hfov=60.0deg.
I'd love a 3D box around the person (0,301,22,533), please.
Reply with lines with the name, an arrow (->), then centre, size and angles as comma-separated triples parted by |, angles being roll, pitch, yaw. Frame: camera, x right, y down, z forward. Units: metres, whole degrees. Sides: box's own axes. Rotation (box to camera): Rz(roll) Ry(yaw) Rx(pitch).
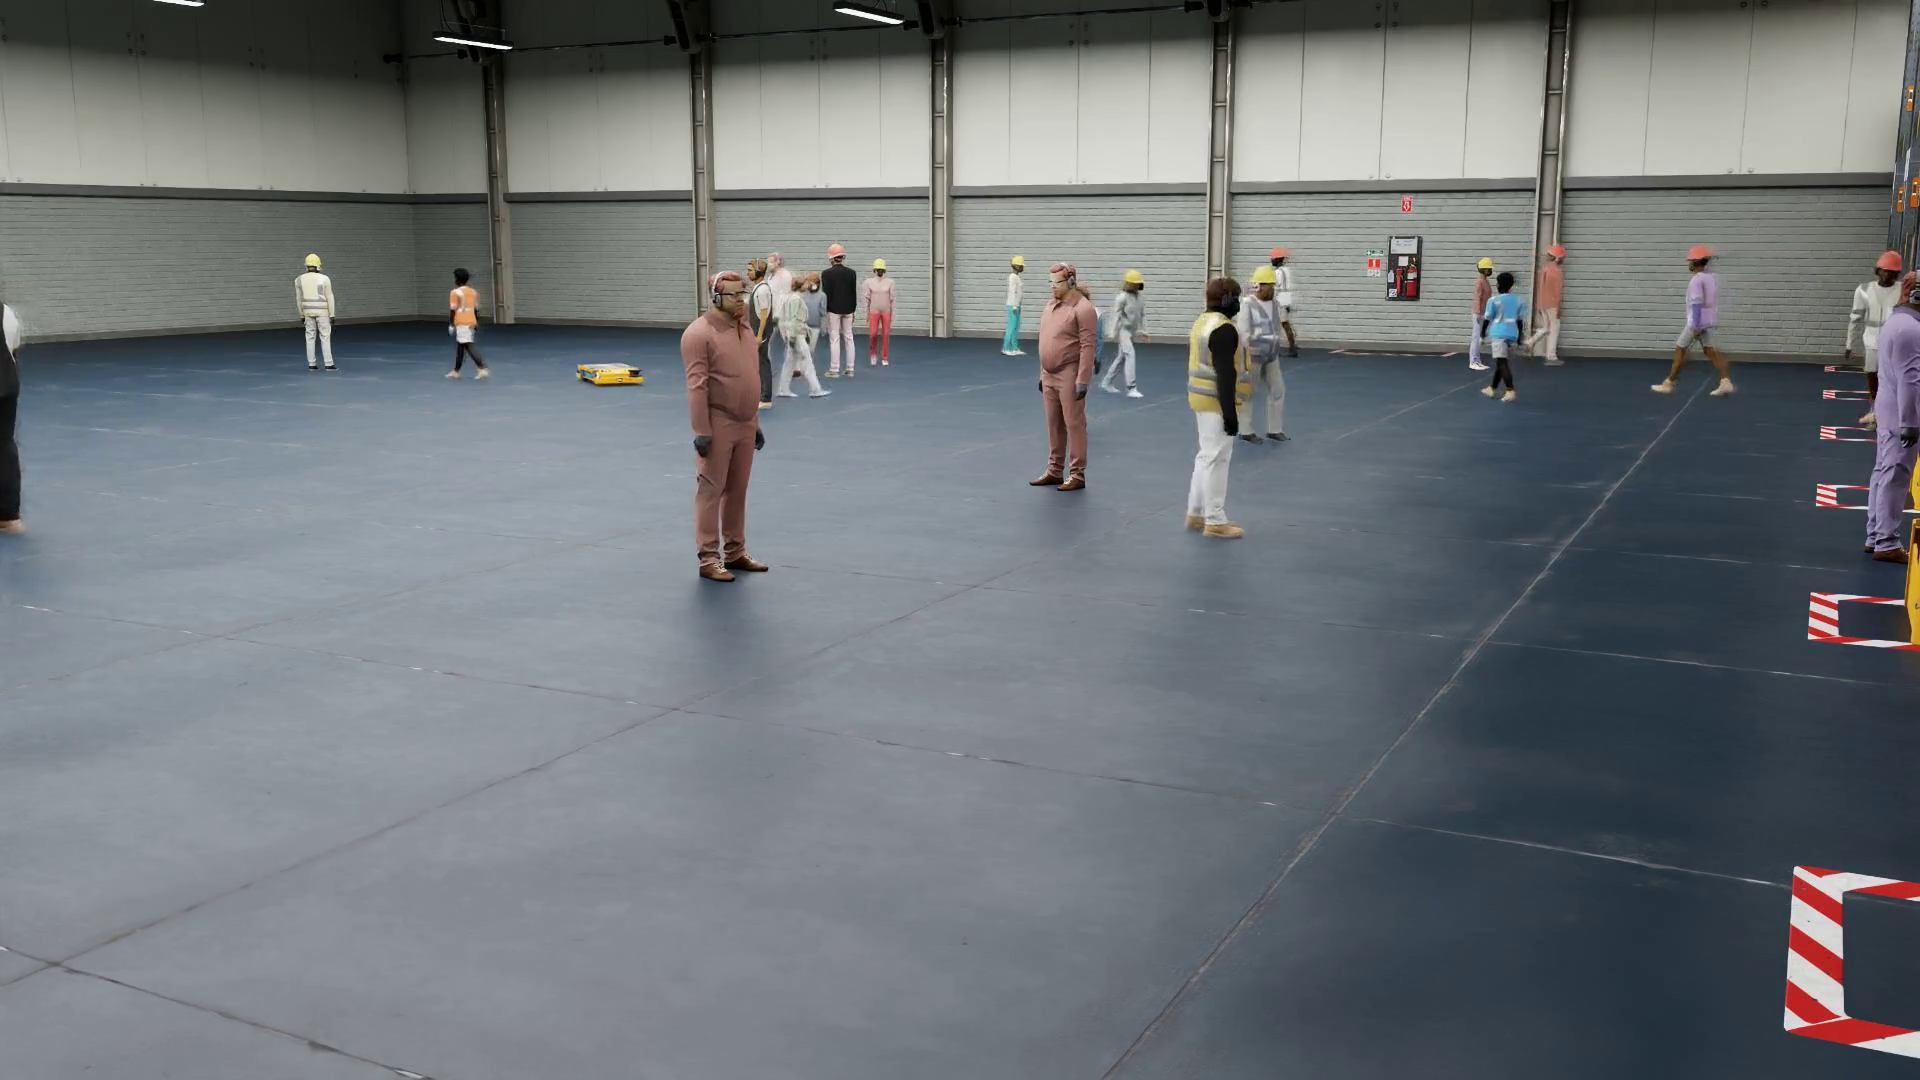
person -> -7.068, -1.050, 11.859 | 0.676, 2.000, 0.697 | 3, 11, 15

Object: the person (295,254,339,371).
person -> -10.094, -3.564, 26.125 | 0.589, 1.837, 0.404 | 1, 10, 5

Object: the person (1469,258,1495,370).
person -> 8.313, -3.588, 26.446 | 0.311, 1.768, 0.533 | 6, 12, 31

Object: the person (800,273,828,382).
person -> -2.235, -3.139, 24.479 | 0.549, 1.591, 0.811 | -3, 11, -17

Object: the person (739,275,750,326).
person -> -2.865, -2.627, 21.585 | 0.523, 1.620, 0.373 | 5, 12, 26

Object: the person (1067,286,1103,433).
person -> 1.229, -1.892, 17.672 | 0.511, 1.593, 0.868 | 4, 11, 23

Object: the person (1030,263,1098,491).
person -> 0.859, -1.368, 13.975 | 0.407, 1.904, 0.639 | -7, 12, -33

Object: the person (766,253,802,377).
person -> -2.808, -3.348, 24.881 | 0.994, 1.858, 0.653 | -7, 13, -35

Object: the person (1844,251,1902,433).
person -> 10.147, -2.188, 18.294 | 0.659, 1.977, 1.111 | 9, 14, 42

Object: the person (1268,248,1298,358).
person -> 5.494, -4.139, 29.086 | 0.994, 1.890, 0.561 | 5, 11, 24

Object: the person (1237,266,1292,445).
person -> 3.118, -1.851, 16.834 | 0.620, 1.813, 0.673 | -7, 13, -35

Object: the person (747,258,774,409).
person -> -2.470, -2.533, 20.480 | 0.345, 1.846, 0.508 | -2, 11, -11

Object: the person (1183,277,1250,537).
person -> 1.839, -0.938, 11.843 | 0.430, 1.833, 0.658 | -1, 10, -6

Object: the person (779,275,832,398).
person -> -2.037, -2.659, 21.810 | 0.786, 1.604, 0.558 | -1, 10, -4

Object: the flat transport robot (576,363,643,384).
flat transport robot -> -5.122, -2.434, 24.232 | 0.652, 0.197, 1.431 | -5, 11, -24

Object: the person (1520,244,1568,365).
person -> 9.650, -3.855, 27.320 | 0.596, 1.982, 0.614 | -2, 11, -10

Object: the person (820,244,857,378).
person -> -1.828, -3.439, 25.006 | 0.609, 1.997, 0.378 | -7, 13, -34

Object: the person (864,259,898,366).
person -> -1.290, -3.715, 27.203 | 0.533, 1.750, 0.551 | -1, 10, -7

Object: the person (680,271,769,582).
person -> -1.435, -0.710, 10.366 | 0.405, 1.911, 0.636 | 6, 12, 29

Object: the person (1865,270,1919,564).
person -> 6.198, -0.804, 10.884 | 0.407, 1.908, 0.641 | 4, 11, 21

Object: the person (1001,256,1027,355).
person -> 0.955, -4.157, 29.659 | 0.518, 1.780, 0.535 | 2, 11, 11

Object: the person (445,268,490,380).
person -> -7.285, -3.177, 24.511 | 0.852, 1.655, 0.536 | 4, 11, 19

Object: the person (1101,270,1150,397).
person -> 2.160, -2.760, 22.152 | 0.816, 1.689, 0.505 | 10, 14, 42

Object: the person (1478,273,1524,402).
person -> 6.995, -2.614, 21.467 | 0.542, 1.648, 0.889 | -4, 11, -20

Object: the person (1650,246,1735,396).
person -> 9.840, -2.900, 22.115 | 0.628, 1.998, 1.071 | -9, 14, -42
